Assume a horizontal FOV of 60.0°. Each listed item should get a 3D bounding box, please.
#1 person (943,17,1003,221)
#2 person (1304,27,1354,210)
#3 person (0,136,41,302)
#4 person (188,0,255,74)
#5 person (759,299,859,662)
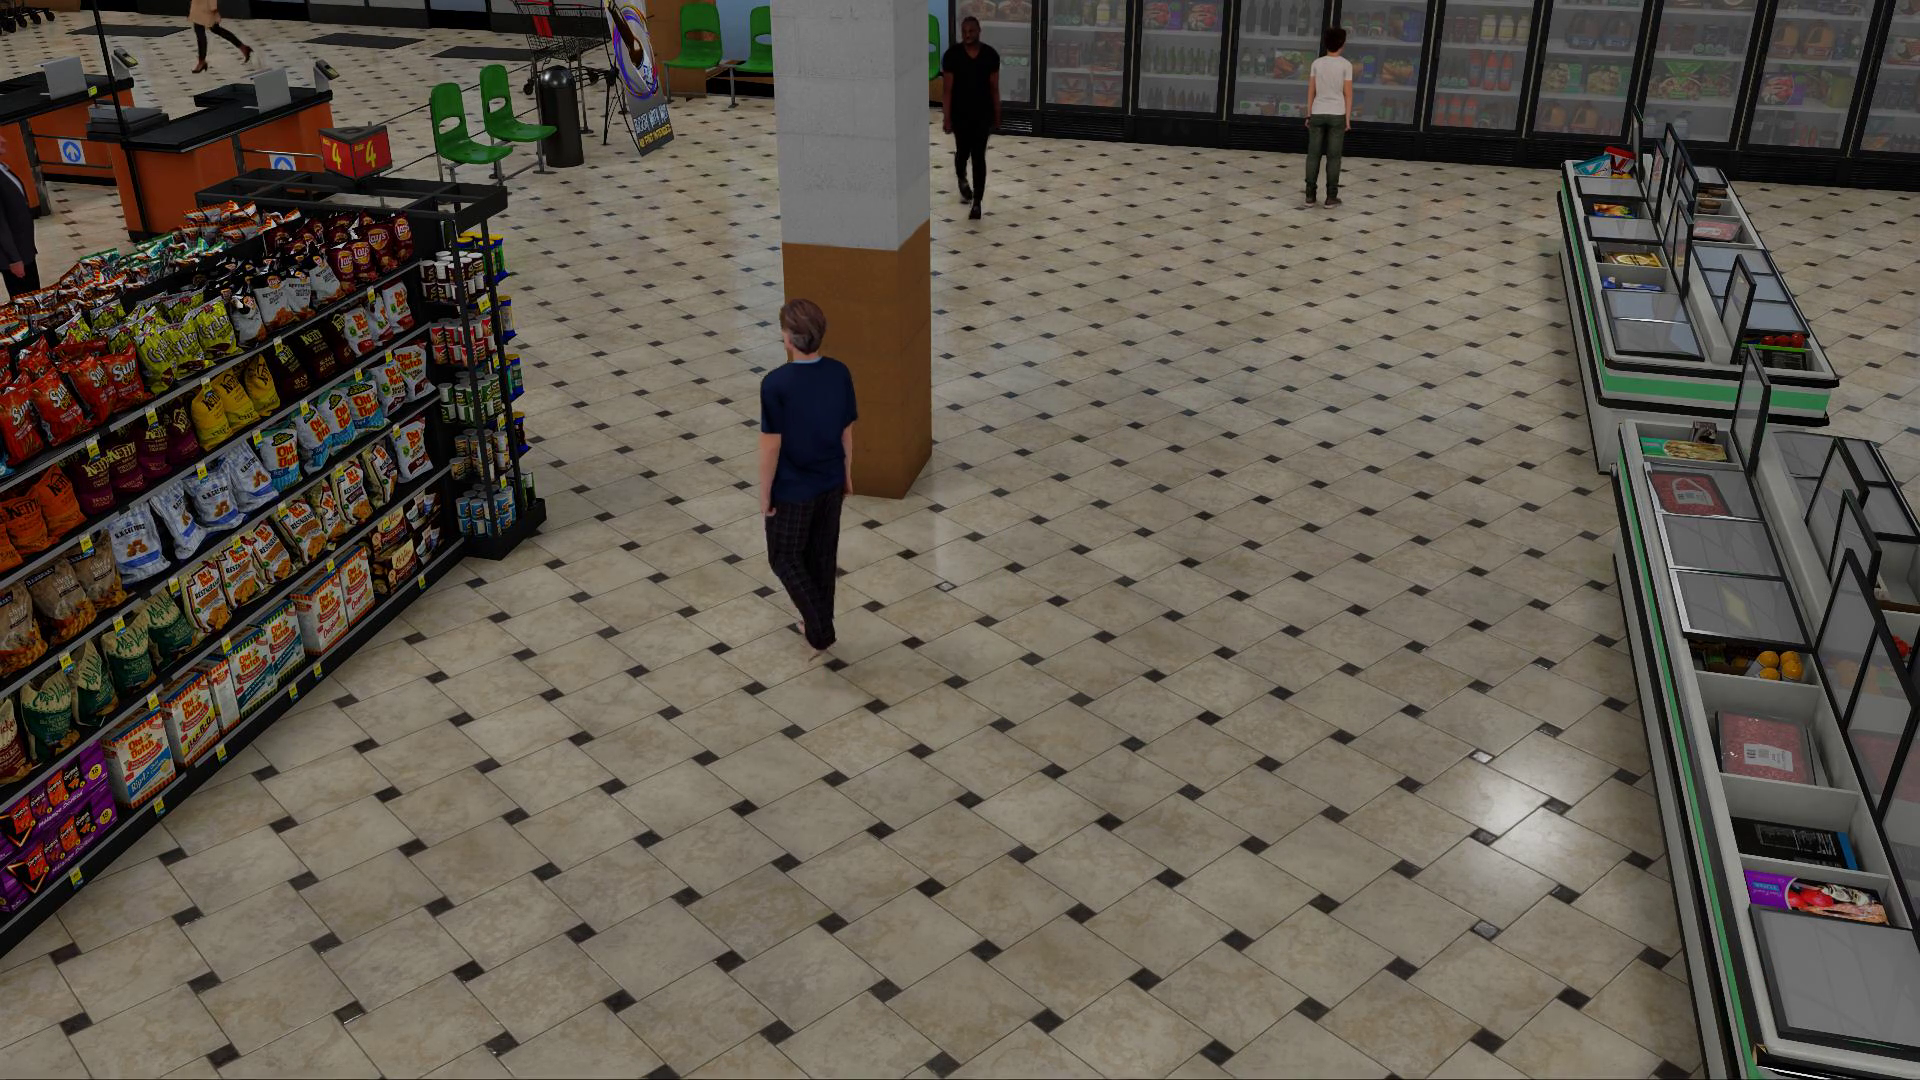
[{"bbox_3d":[0.098,-3.914,15.352,0.926,1.774,1.296,-1,27,-3],"label":"person"},{"bbox_3d":[3.438,-3.943,15.542,0.609,1.654,0.577,12,29,21],"label":"person"},{"bbox_3d":[-6.563,-2.018,11.539,0.860,1.842,0.772,-11,29,-21],"label":"person"},{"bbox_3d":[-9.530,-6.809,21.198,1.150,1.651,1.033,-19,32,-32],"label":"person"},{"bbox_3d":[-0.690,-0.217,7.973,0.938,1.855,0.997,-15,31,-27],"label":"person"}]
